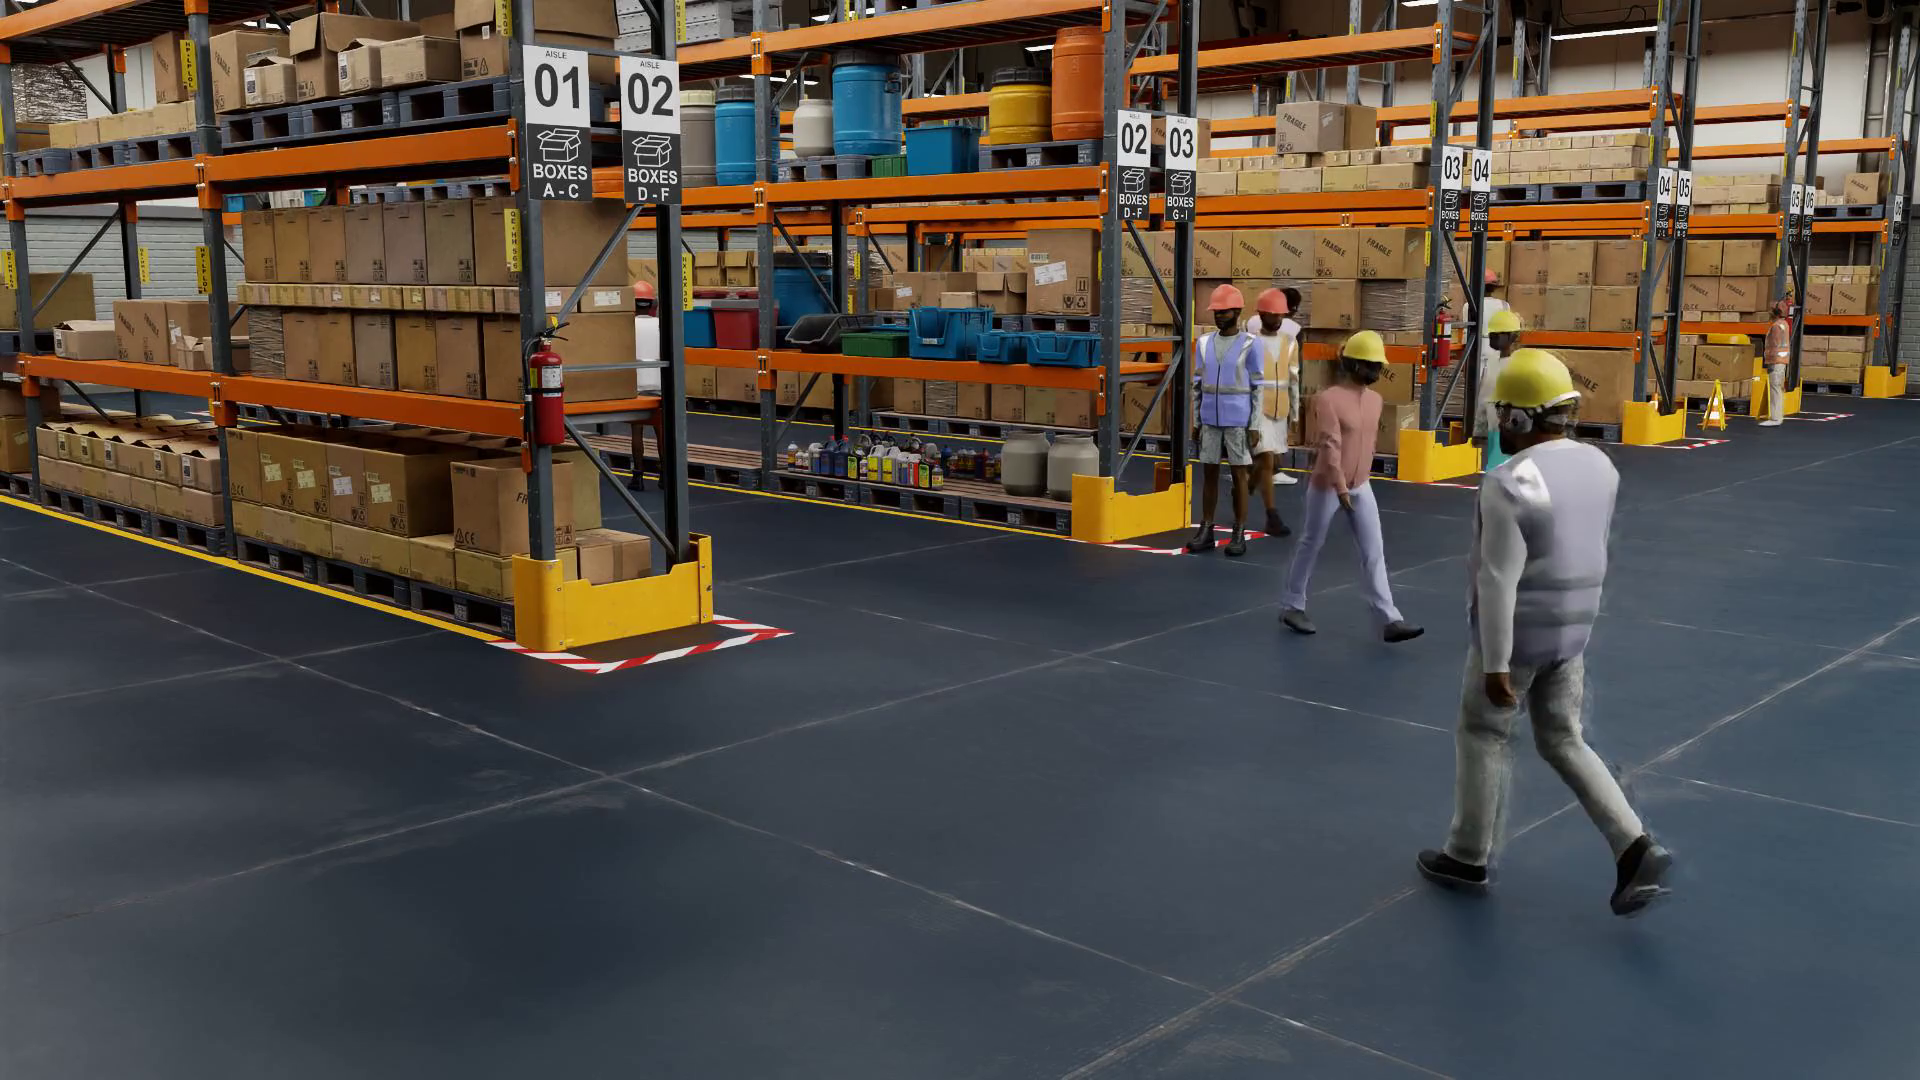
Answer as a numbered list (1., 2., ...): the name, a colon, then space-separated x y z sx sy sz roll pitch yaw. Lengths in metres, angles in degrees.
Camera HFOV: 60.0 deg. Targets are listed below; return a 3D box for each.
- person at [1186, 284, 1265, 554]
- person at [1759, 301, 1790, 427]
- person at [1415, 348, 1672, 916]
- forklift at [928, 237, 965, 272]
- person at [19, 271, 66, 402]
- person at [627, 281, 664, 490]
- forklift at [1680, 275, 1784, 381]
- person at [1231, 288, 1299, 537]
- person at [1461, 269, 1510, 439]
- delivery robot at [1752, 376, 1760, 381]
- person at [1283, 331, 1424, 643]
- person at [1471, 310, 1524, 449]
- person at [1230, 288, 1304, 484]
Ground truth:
1. person: 1.915 -0.868 12.016 0.545 1.939 0.374 7 11 35
2. person: 10.649 -2.297 21.701 0.310 1.636 0.523 6 11 35
3. person: 1.870 0.296 5.290 0.594 1.807 0.780 -5 11 -30
4. forklift: -0.326 -5.817 39.609 1.129 2.768 1.873 9 13 43
5. person: -10.334 -2.028 18.869 0.584 2.023 0.624 9 13 44
6. person: -2.946 -1.442 15.540 0.551 1.935 0.372 -4 10 -23
7. forklift: 12.480 -3.427 27.053 1.214 2.155 2.313 9 13 43
8. person: 2.372 -1.021 13.049 0.558 1.910 0.826 -4 10 -23
9. person: 6.283 -2.225 20.017 0.616 2.041 0.377 -2 9 -13
10. delivery robot: 11.858 -2.401 25.489 0.707 0.478 0.477 5 10 27
11. person: 2.146 -0.286 9.146 0.532 1.709 0.939 -6 11 -31
12. person: 3.921 -0.777 12.028 0.395 1.754 0.530 -1 9 -8
13. person: 2.926 -1.480 15.990 0.733 1.875 0.380 6 11 34
